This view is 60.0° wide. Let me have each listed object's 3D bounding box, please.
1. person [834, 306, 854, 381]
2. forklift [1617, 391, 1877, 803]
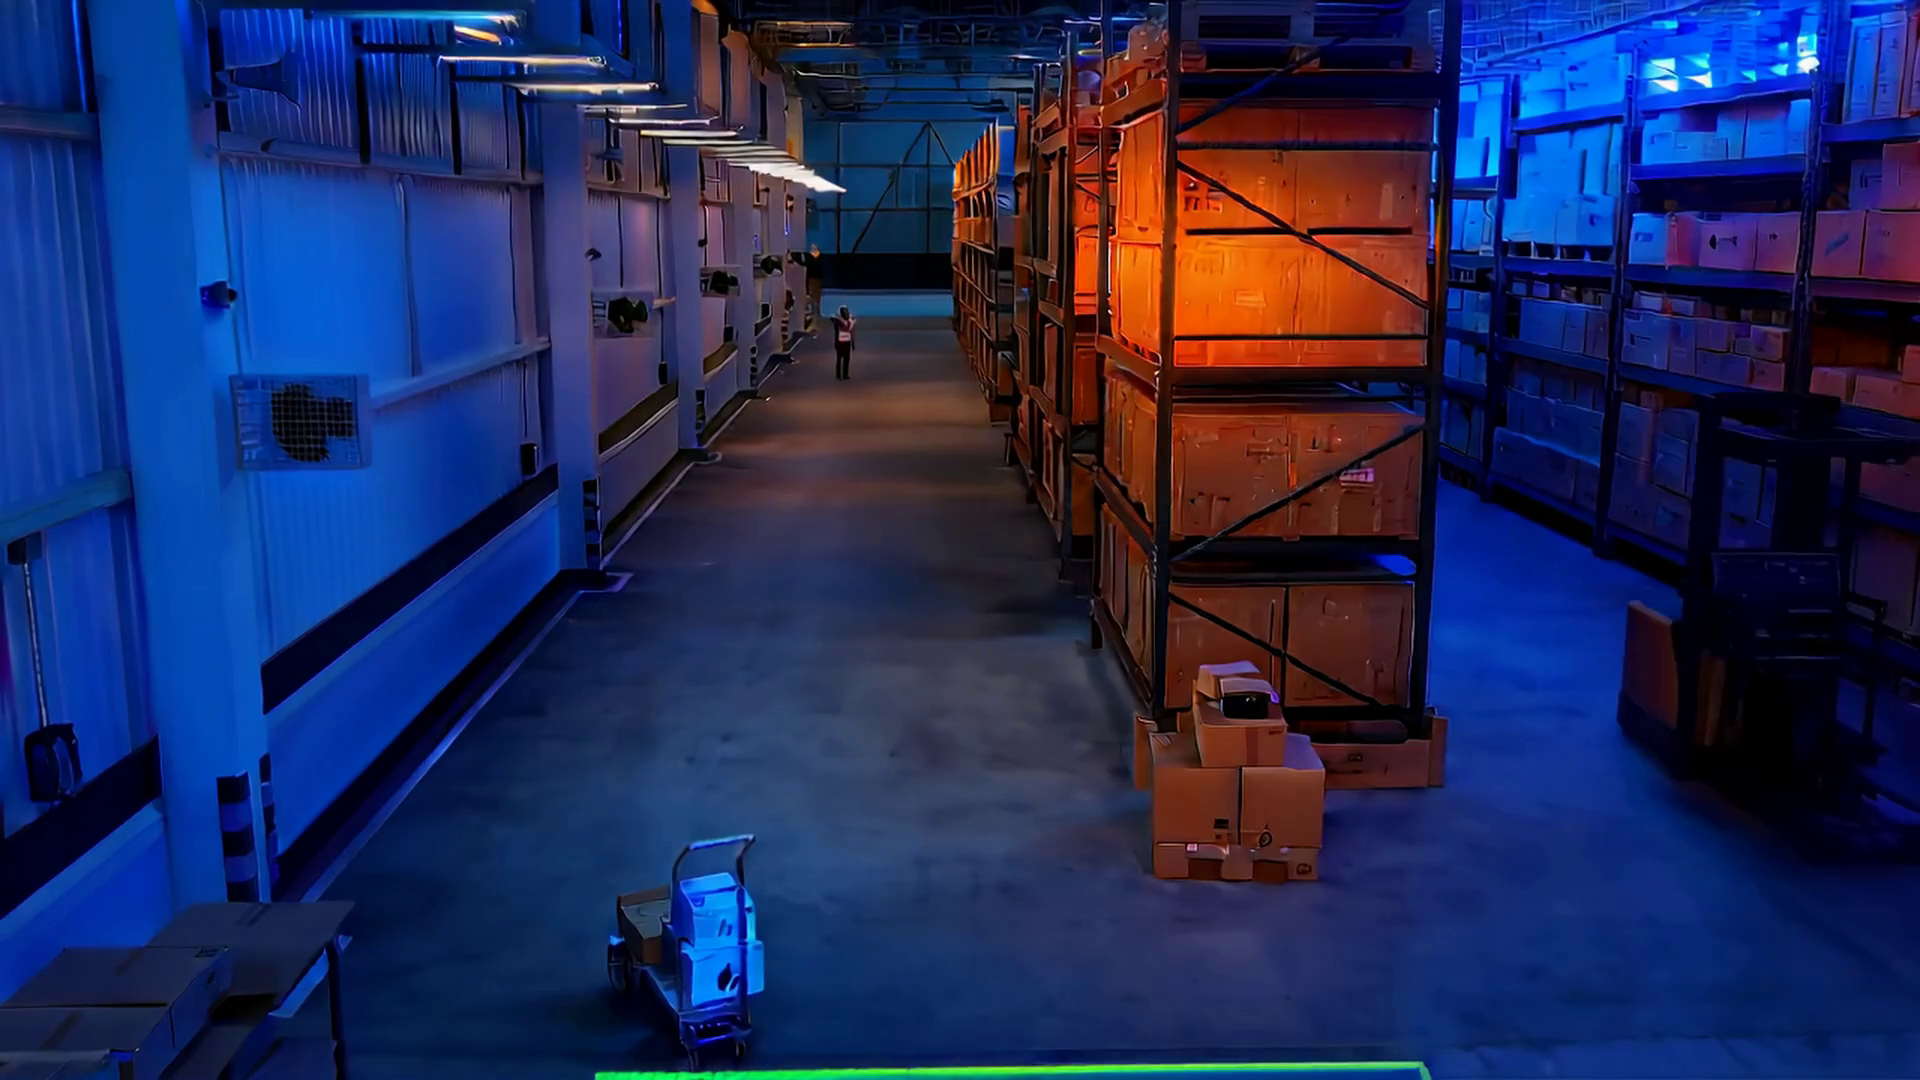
[{"bbox_3d":[-2.979,-5.037,42.600,0.398,1.910,0.588,11,15,44],"label":"person"},{"bbox_3d":[5.821,0.303,12.271,1.129,2.768,1.873,0,11,-2],"label":"forklift"}]
